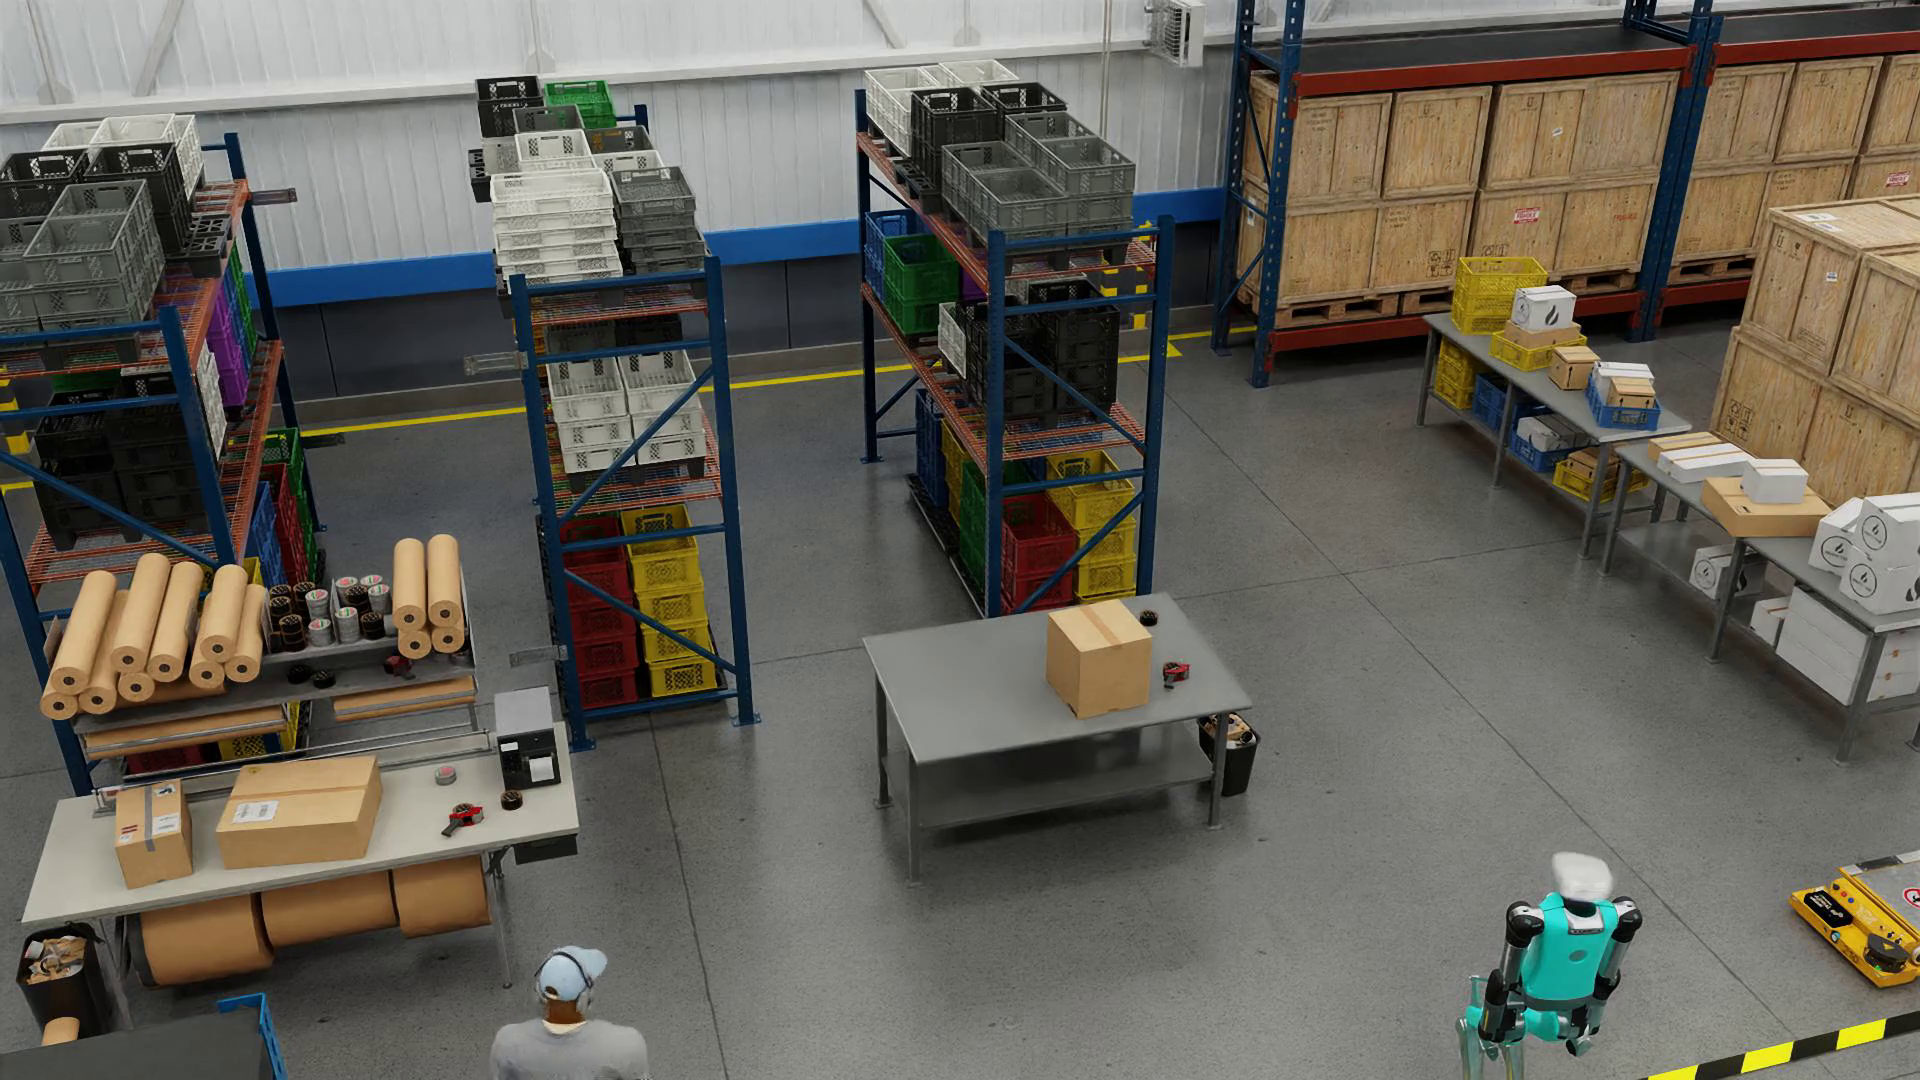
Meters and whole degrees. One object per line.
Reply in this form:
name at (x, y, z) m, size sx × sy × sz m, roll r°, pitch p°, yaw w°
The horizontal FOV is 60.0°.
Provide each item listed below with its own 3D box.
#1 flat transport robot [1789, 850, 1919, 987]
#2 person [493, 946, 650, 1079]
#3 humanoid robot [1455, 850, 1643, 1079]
flat transport robot at (5.163, 1.916, 8.676) m, size 1.431 × 0.231 × 0.659 m, roll -8°, pitch 30°, yaw -14°
person at (-1.434, 2.284, 6.371) m, size 0.654 × 1.840 × 0.422 m, roll 2°, pitch 29°, yaw 4°
humanoid robot at (2.397, 1.891, 7.058) m, size 0.533 × 1.677 × 0.735 m, roll -2°, pitch 29°, yaw -4°
